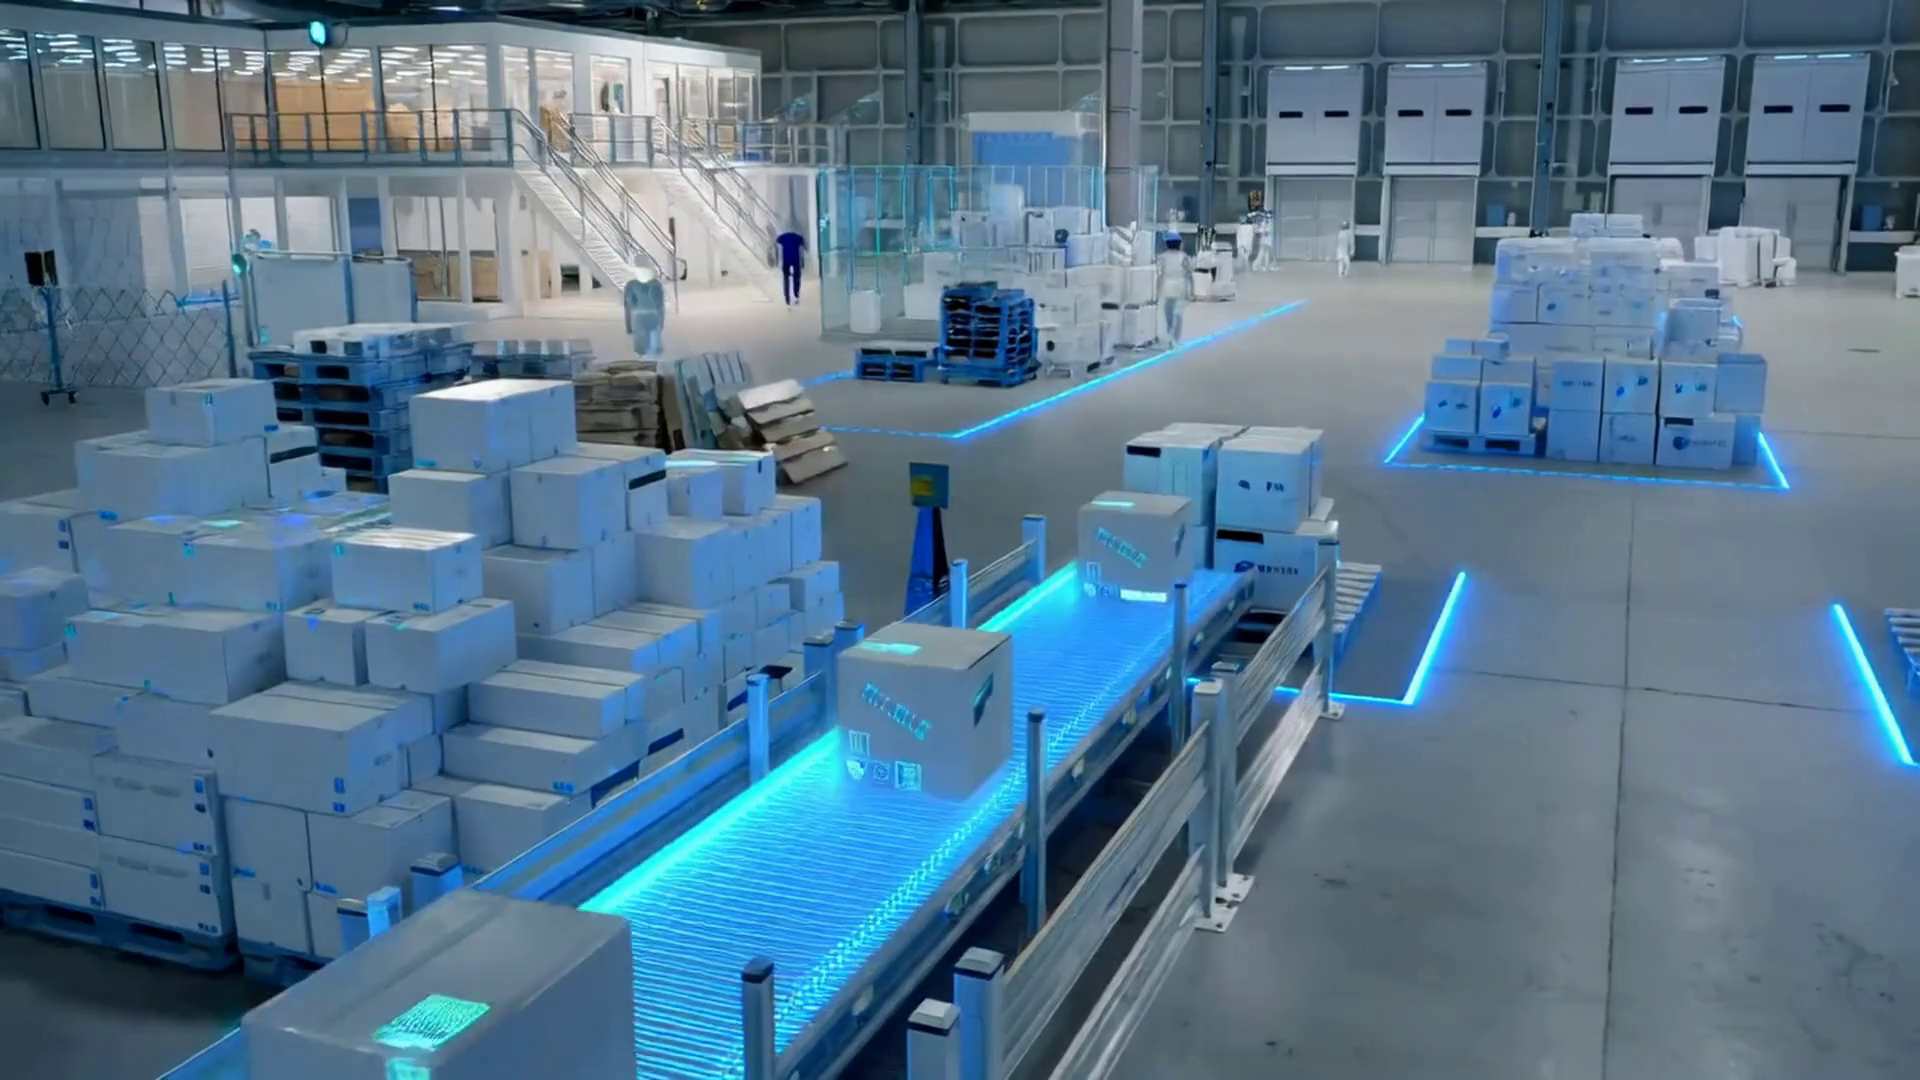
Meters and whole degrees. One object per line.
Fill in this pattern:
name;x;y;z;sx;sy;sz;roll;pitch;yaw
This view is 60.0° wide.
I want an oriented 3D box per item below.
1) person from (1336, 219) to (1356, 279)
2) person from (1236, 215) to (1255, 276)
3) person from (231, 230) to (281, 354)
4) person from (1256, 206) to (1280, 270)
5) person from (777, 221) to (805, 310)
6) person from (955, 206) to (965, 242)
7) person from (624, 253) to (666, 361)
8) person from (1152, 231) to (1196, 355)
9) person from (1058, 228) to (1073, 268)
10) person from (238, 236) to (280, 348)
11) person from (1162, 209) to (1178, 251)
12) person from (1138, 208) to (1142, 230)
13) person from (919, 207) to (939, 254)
person;10.710;-8.092;46.260;0.538;1.648;0.883;3;13;15
person;8.186;-8.445;47.684;0.541;1.715;0.931;-4;13;-18
person;-11.601;-4.099;27.472;0.683;2.000;0.538;-2;13;-9
person;9.279;-9.038;49.937;0.865;1.903;0.555;9;16;36
person;-3.685;-6.010;36.392;0.635;1.884;1.014;1;13;3
person;0.007;-8.451;47.121;0.612;1.983;0.408;5;13;21
person;-4.131;-2.810;21.953;0.582;1.914;0.649;-8;15;-32
person;3.525;-4.062;27.390;0.756;2.000;0.555;6;14;27
person;2.152;-5.360;33.558;0.662;1.851;0.536;3;13;12
person;-11.930;-4.191;28.194;0.557;1.902;0.593;-3;13;-11
person;6.534;-9.360;51.582;0.661;1.815;0.434;-9;16;-36
person;5.327;-9.255;50.905;0.575;1.901;0.476;8;15;32
person;-0.949;-9.127;50.300;0.602;1.924;0.852;-2;13;-9
